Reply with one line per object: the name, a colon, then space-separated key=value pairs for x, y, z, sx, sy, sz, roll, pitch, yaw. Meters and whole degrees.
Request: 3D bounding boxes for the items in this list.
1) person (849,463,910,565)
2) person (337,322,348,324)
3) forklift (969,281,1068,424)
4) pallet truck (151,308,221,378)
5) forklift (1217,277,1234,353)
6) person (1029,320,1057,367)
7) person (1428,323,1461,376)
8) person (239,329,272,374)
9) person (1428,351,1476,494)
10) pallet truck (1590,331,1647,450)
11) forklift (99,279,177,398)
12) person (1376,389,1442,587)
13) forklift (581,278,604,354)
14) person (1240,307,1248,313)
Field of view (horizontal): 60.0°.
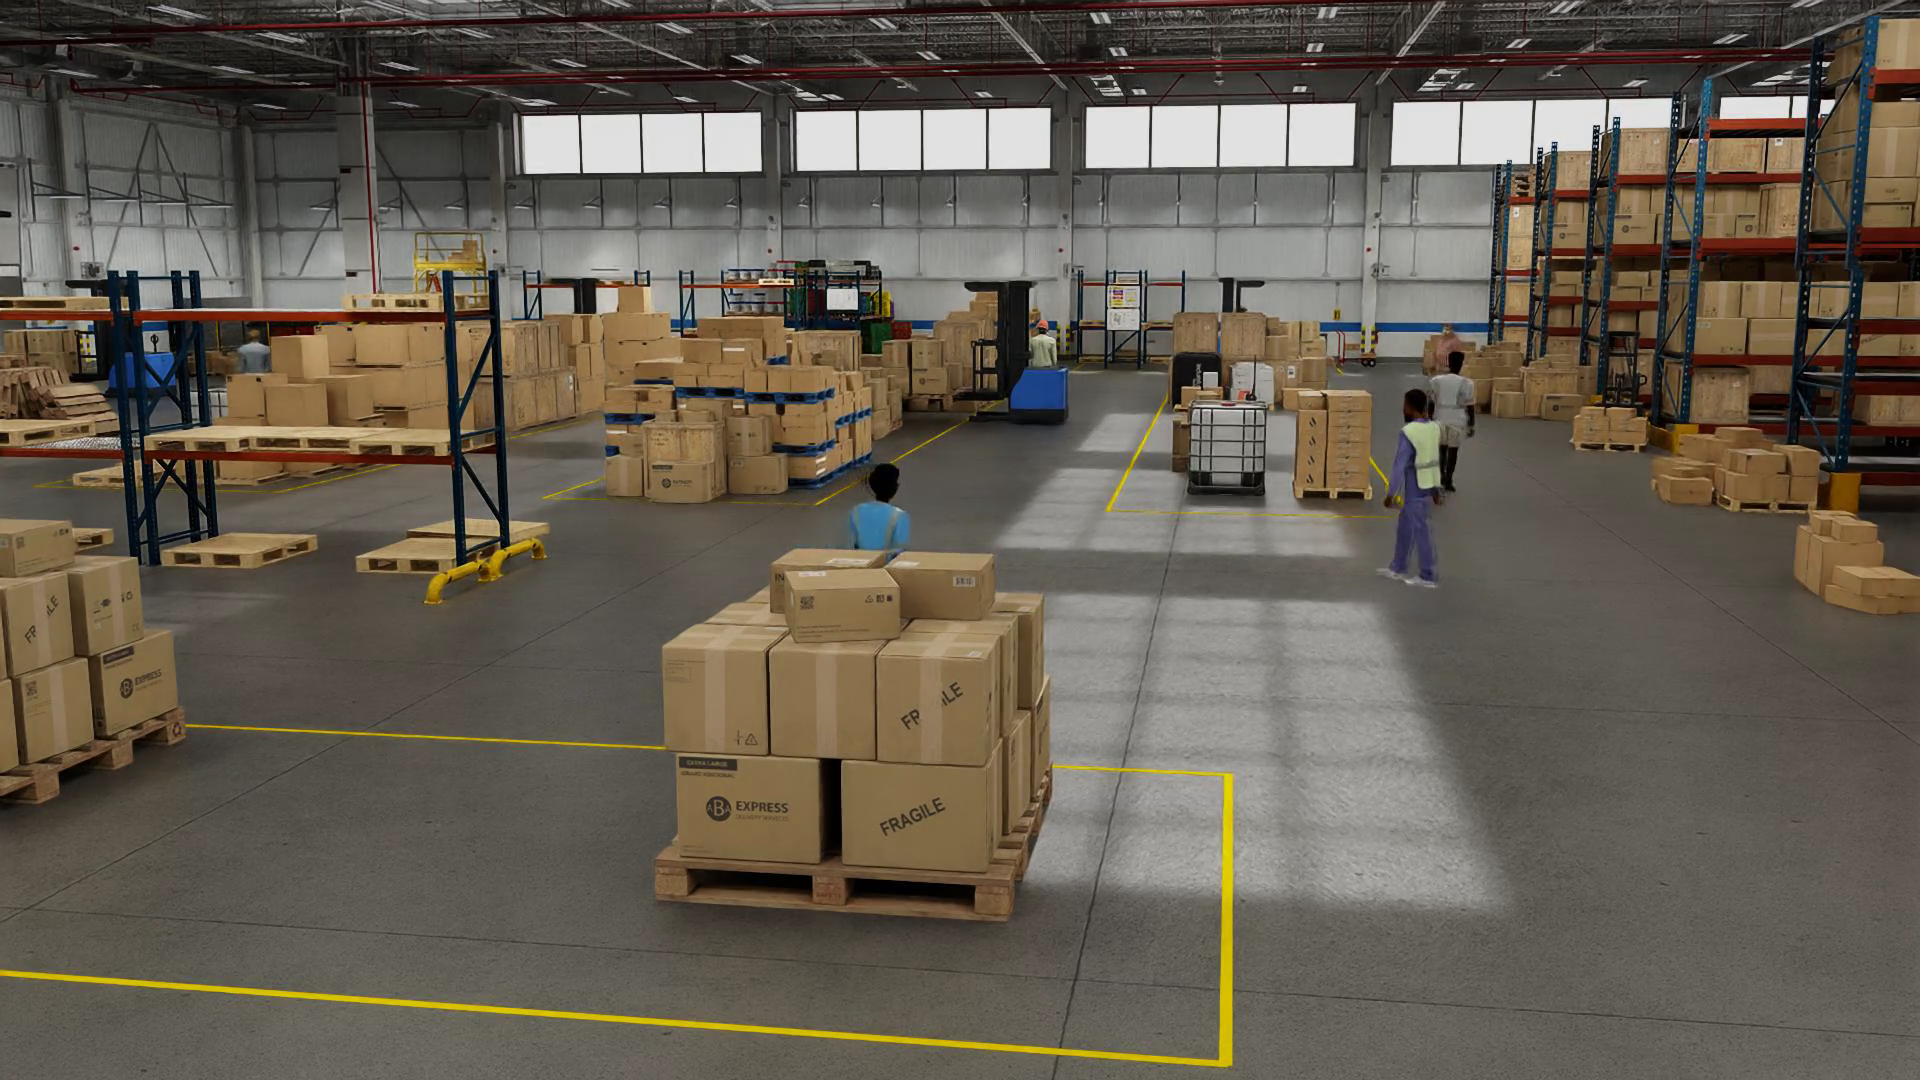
person: x=-0.608 y=0.277 z=11.930 sx=0.528 sy=1.667 sz=0.801 roll=5 pitch=11 yaw=29
person: x=-18.721 y=-6.176 z=50.906 sx=0.635 sy=1.936 sz=0.354 roll=1 pitch=9 yaw=9
forklift: x=1.194 y=-3.753 z=33.059 sx=1.873 sy=2.768 sz=1.129 roll=1 pitch=9 yaw=9
pallet truck: x=-21.869 y=-5.598 z=47.154 sx=0.823 sy=1.965 sz=1.885 roll=4 pitch=10 yaw=26
forklift: x=7.757 y=-6.236 z=48.373 sx=1.873 sy=2.768 sz=1.129 roll=1 pitch=9 yaw=9
person: x=1.733 y=-3.629 z=35.016 sx=0.622 sy=1.992 sz=0.394 roll=1 pitch=9 yaw=9
person: x=10.651 y=-3.825 z=36.577 sx=0.463 sy=1.883 sz=0.667 roll=-5 pitch=10 yaw=-26
person: x=-13.648 y=-3.140 z=32.298 sx=0.638 sy=1.910 sz=0.890 roll=-1 pitch=9 yaw=-7
person: x=6.737 y=-1.616 z=22.758 sx=0.632 sy=1.937 sz=0.664 roll=6 pitch=11 yaw=33
pallet truck: x=11.253 y=-2.573 z=28.499 sx=0.823 sy=1.965 sz=1.885 roll=5 pitch=10 yaw=27
forklift: x=-19.606 y=-4.720 z=39.027 sx=1.873 sy=2.768 sz=1.129 roll=1 pitch=9 yaw=9
person: x=4.288 y=-0.507 z=16.065 sx=0.818 sy=1.888 sz=0.627 roll=9 pitch=13 yaw=42
forklift: x=-10.071 y=-5.752 z=45.391 sx=1.873 sy=2.768 sz=1.129 roll=-3 pitch=10 yaw=-17
person: x=8.598 y=-6.098 z=50.445 sx=0.441 sy=1.925 sz=0.656 roll=3 pitch=10 yaw=19
